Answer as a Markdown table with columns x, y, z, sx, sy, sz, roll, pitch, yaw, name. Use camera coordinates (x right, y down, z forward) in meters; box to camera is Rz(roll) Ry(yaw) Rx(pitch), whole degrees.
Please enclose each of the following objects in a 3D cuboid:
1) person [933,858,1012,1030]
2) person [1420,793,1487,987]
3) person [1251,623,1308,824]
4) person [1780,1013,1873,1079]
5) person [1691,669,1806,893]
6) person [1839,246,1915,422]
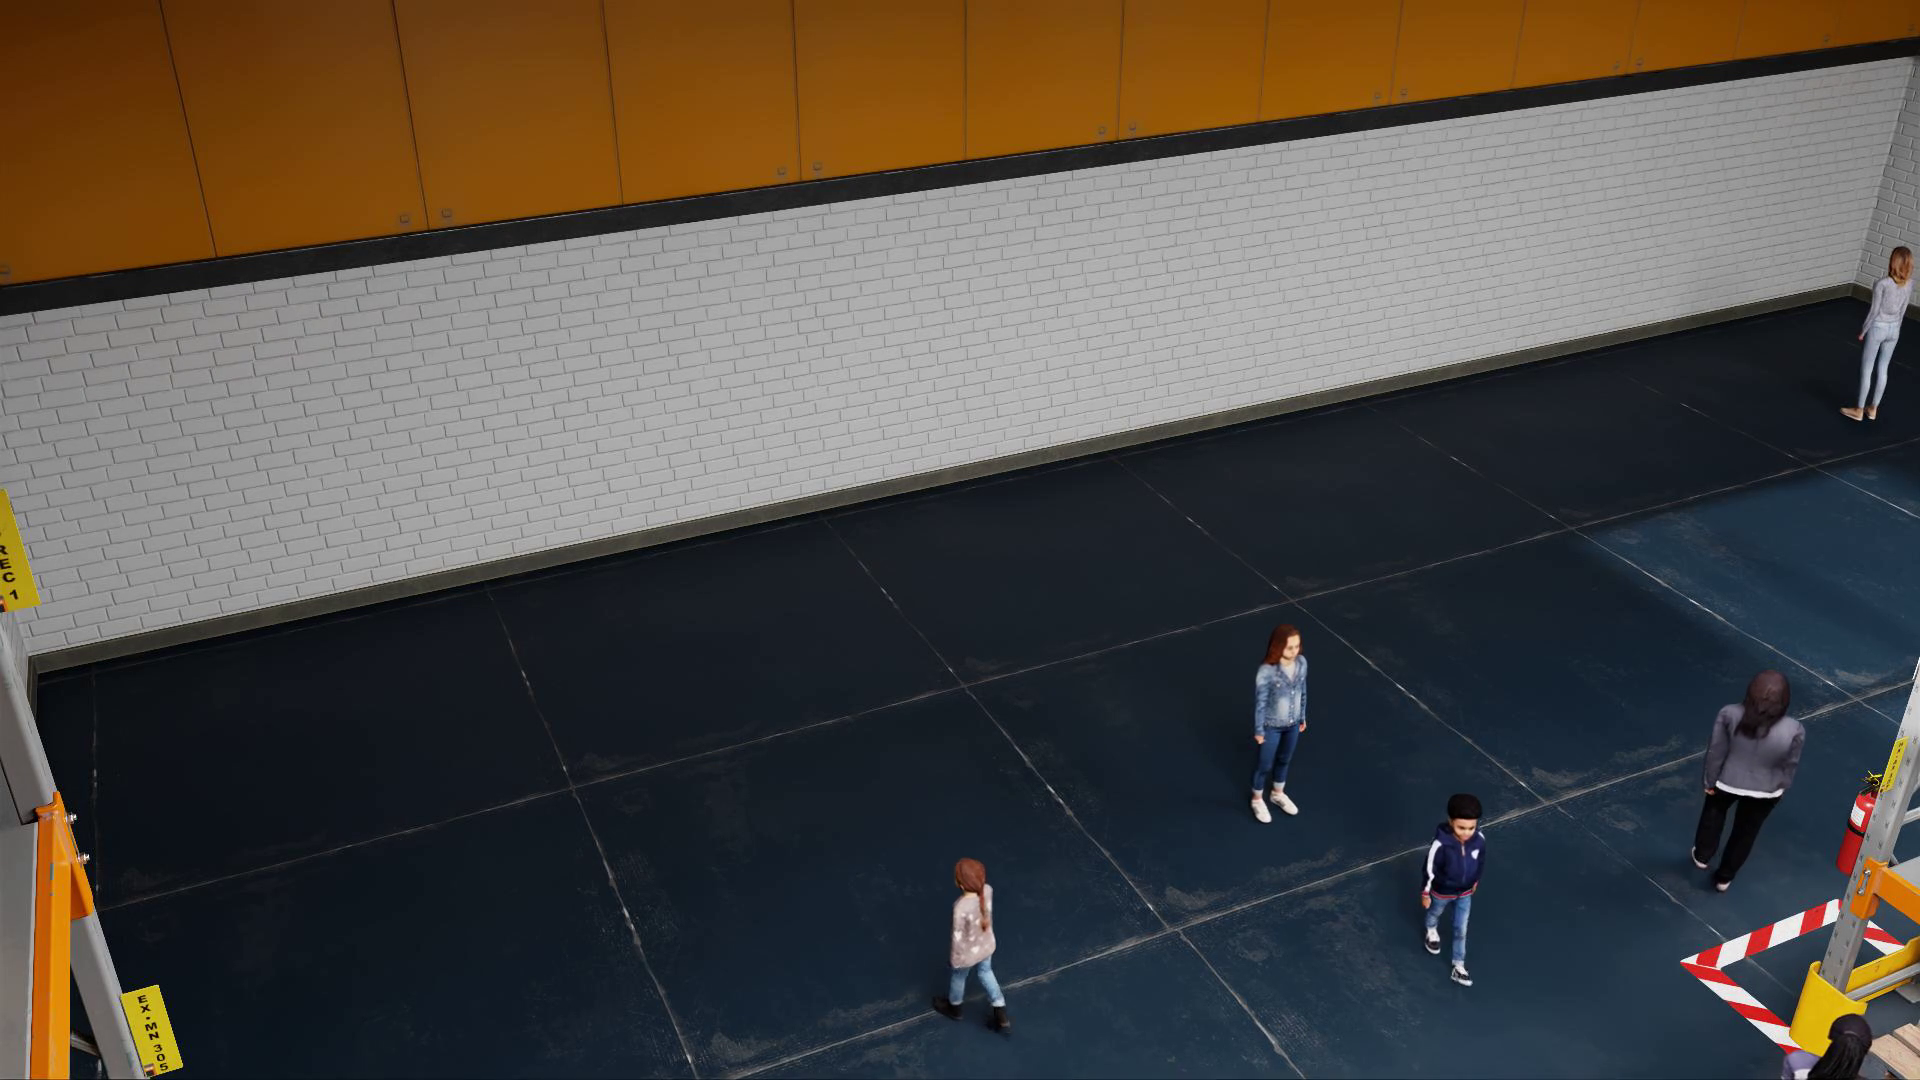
| x | y | z | sx | sy | sz | roll | pitch | yaw | name |
| --- | --- | --- | --- | --- | --- | --- | --- | --- | --- |
| 0.105 | 2.263 | 9.287 | 0.618 | 1.183 | 0.799 | -25 | 37 | -37 | person |
| 2.882 | 1.981 | 9.795 | 0.729 | 1.192 | 0.892 | -1 | 29 | -1 | person |
| 2.094 | 1.182 | 10.964 | 0.577 | 1.475 | 0.512 | -15 | 32 | -26 | person |
| 3.901 | 2.855 | 7.641 | 0.729 | 1.720 | 0.590 | -25 | 37 | -38 | person |
| 4.832 | 1.516 | 10.238 | 0.776 | 1.585 | 0.855 | 15 | 32 | 26 | person |
| 9.178 | -2.057 | 16.569 | 0.629 | 1.795 | 0.567 | -6 | 29 | -11 | person |
